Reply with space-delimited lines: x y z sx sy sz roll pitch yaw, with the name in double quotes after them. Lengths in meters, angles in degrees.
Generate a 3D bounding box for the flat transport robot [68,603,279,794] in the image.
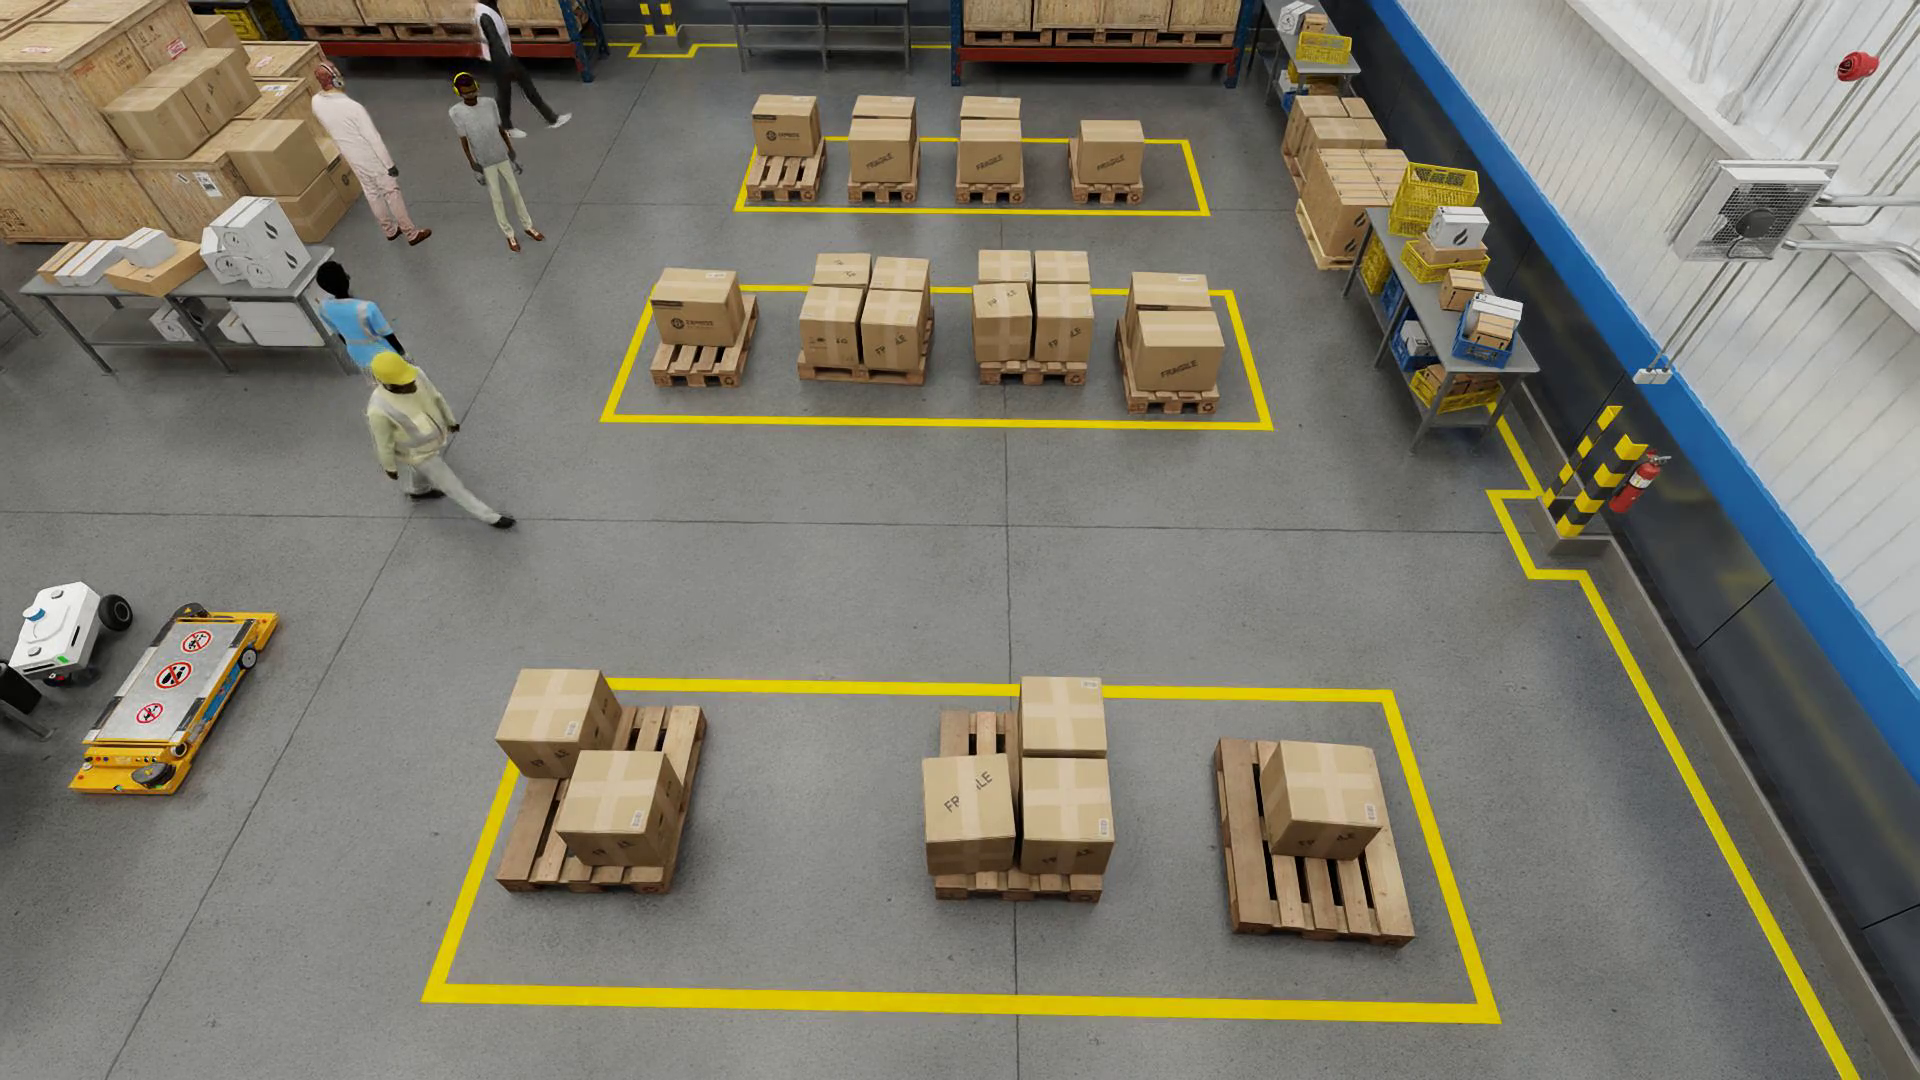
-5.504 1.072 6.442 0.652 0.197 1.431 1 50 1 "flat transport robot"

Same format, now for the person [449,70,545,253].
-4.915 -3.985 9.686 0.329 1.865 0.508 37 59 27 "person"

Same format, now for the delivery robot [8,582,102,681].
-6.458 0.651 6.554 0.477 0.478 0.707 -14 51 -11 "delivery robot"

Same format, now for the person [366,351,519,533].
-4.162 -0.779 7.049 1.026 1.766 0.632 5 50 4 "person"

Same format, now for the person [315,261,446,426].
-4.938 -1.577 7.757 0.551 1.694 0.317 6 50 5 "person"

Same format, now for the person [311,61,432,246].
-6.279 -4.069 9.736 0.643 1.900 0.401 16 52 13 "person"

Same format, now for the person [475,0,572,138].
-5.555 -5.970 11.365 0.947 1.858 0.660 -7 50 -6 "person"
